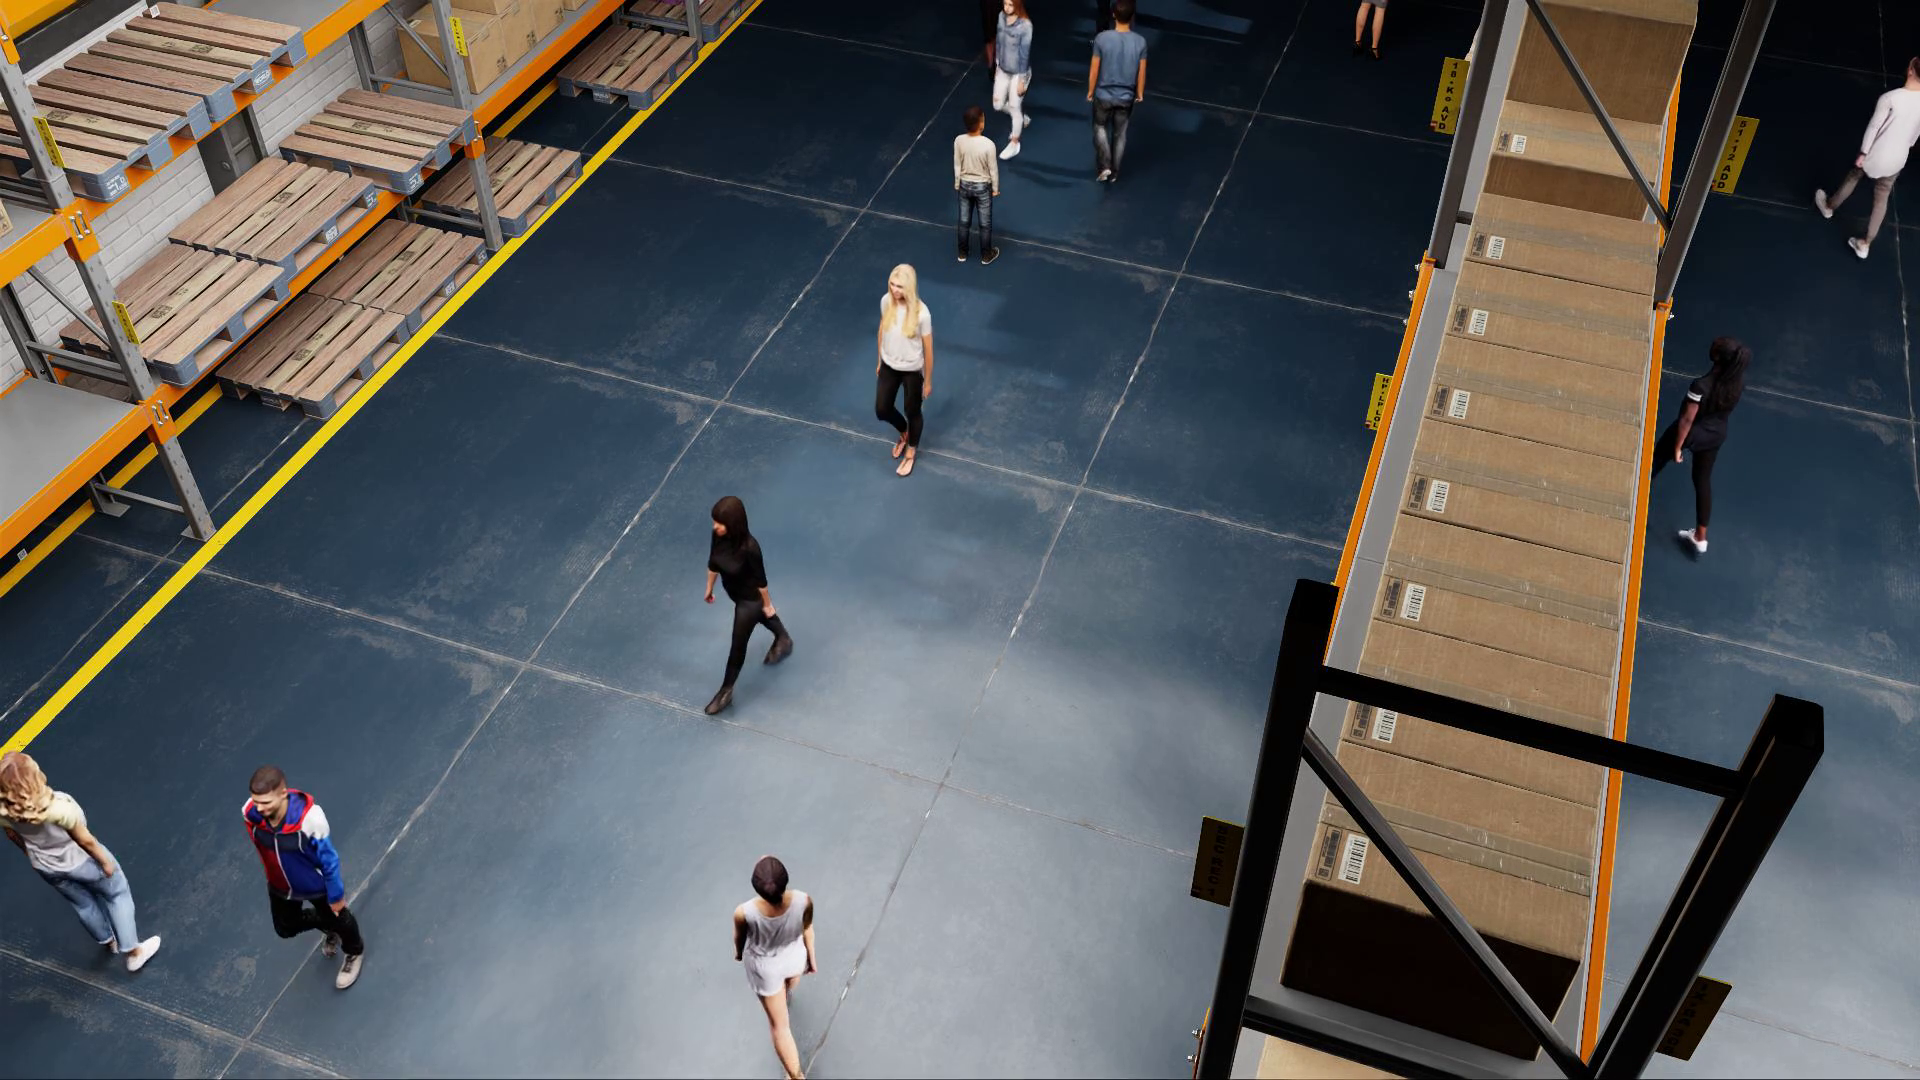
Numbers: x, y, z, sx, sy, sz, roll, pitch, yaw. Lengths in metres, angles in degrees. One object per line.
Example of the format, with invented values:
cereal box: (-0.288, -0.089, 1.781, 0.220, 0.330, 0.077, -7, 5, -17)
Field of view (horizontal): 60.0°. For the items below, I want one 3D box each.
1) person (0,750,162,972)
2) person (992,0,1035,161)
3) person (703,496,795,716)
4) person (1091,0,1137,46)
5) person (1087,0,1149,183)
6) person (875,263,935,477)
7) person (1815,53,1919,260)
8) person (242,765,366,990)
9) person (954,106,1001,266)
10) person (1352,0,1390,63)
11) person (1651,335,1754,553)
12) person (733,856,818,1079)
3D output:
person: (-4.842, 1.768, 9.046, 0.754, 1.723, 0.755, -3, 44, -3)
person: (0.566, -4.387, 15.537, 0.859, 1.682, 0.779, -33, 52, -29)
person: (-1.326, 0.305, 10.675, 0.854, 1.594, 1.149, 31, 52, 28)
person: (1.738, -5.902, 17.157, 0.740, 1.640, 0.831, 33, 53, 30)
person: (1.407, -3.989, 15.034, 0.813, 1.799, 0.890, 1, 44, 1)
person: (-0.362, -1.297, 12.192, 0.651, 1.820, 0.647, 19, 47, 19)
person: (7.969, -3.264, 14.276, 0.956, 1.795, 1.212, -1, 44, -1)
person: (-3.515, 1.757, 9.037, 0.688, 1.751, 0.680, 9, 44, 10)
person: (0.127, -3.032, 14.271, 0.558, 1.465, 0.510, 12, 45, 12)
person: (4.251, -5.738, 16.837, 0.671, 1.844, 0.660, 31, 52, 29)
person: (5.213, -0.676, 11.634, 1.024, 1.692, 1.214, -10, 45, -11)
person: (-0.936, 2.253, 8.645, 1.004, 1.574, 1.111, -14, 45, -14)
